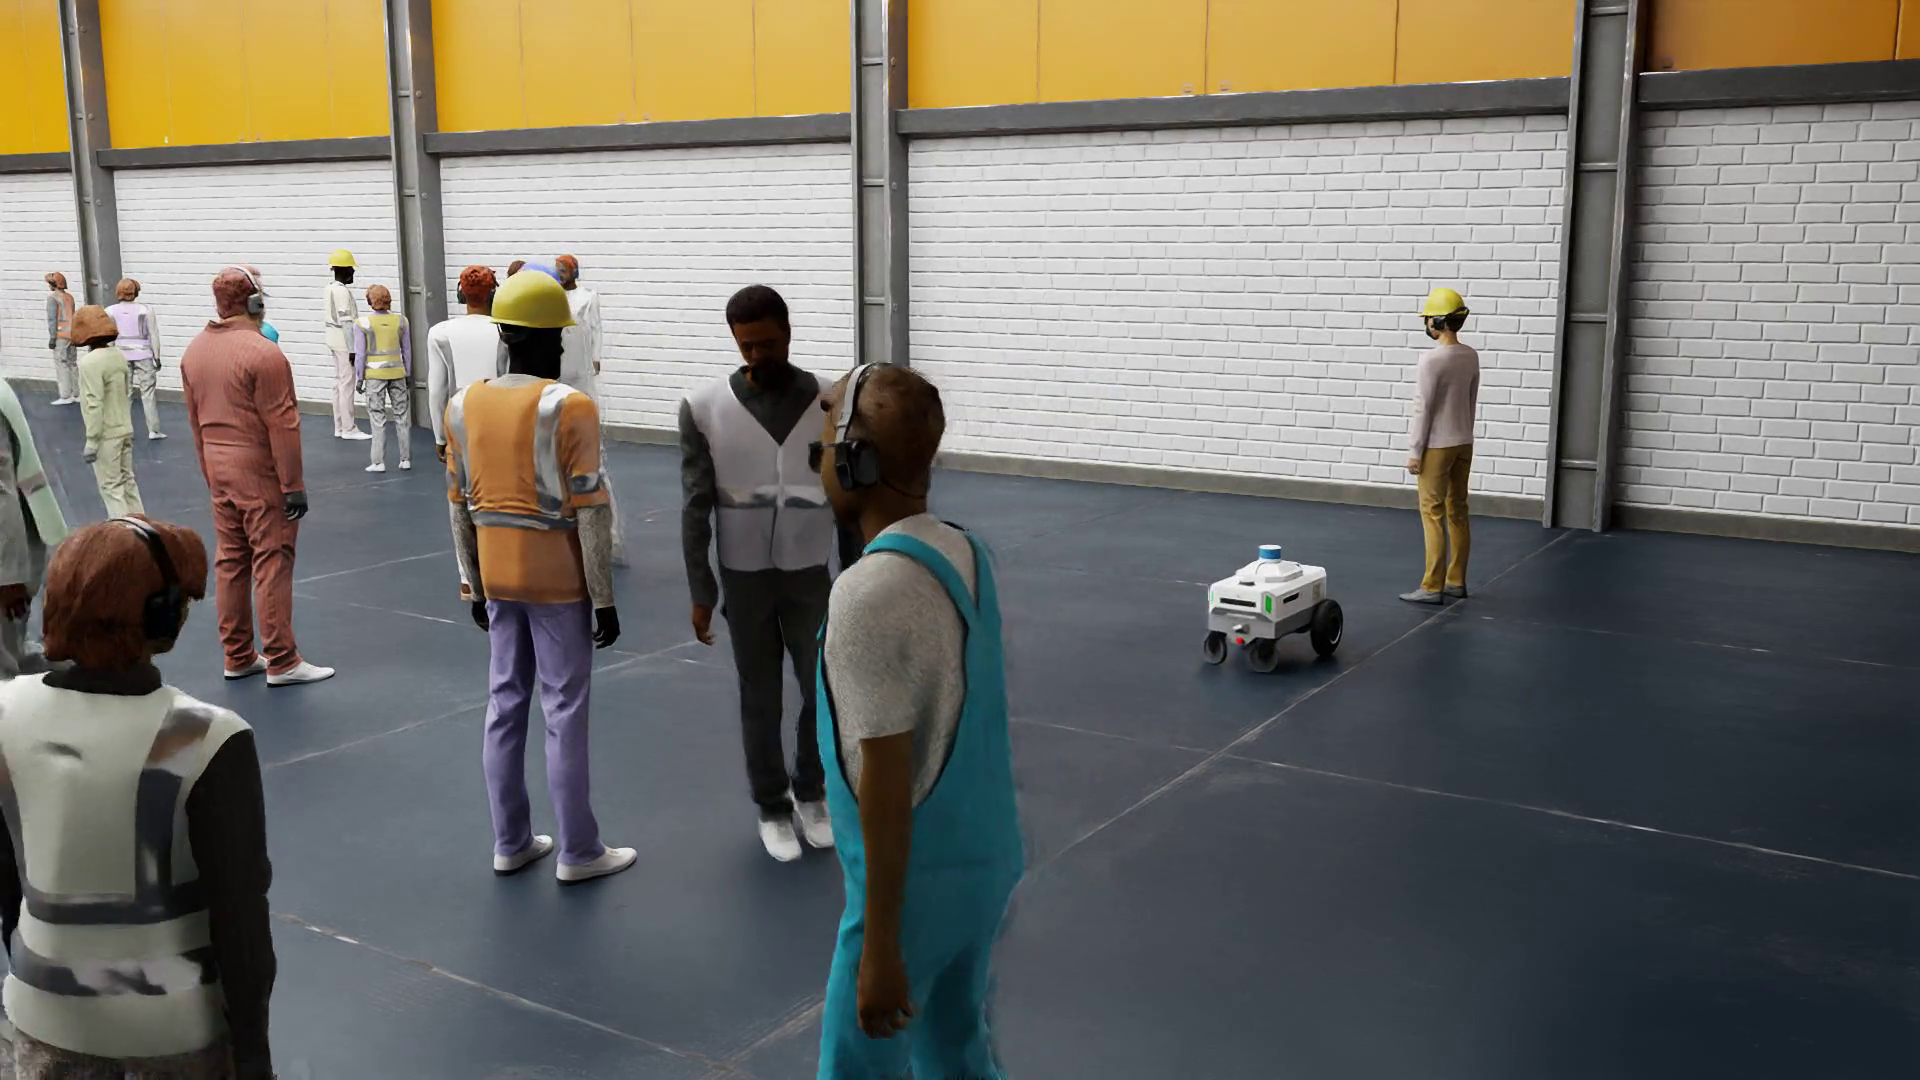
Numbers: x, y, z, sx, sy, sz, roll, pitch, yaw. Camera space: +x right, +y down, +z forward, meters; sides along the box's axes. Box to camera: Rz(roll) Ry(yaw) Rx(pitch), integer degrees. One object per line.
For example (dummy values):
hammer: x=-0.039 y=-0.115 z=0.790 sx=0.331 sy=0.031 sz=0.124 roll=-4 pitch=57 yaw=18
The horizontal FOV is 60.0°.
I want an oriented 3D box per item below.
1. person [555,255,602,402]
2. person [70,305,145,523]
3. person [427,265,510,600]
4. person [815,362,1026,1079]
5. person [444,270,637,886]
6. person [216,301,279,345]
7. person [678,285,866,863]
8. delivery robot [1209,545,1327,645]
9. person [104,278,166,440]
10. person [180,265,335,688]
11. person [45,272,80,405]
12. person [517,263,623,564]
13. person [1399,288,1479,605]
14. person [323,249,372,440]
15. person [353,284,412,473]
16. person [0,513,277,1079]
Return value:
person: x=-3.622 y=-1.703 z=15.502 sx=0.586 sy=1.882 sz=0.342 roll=2 pitch=10 yaw=13
person: x=-5.212 y=-0.613 z=10.153 sx=0.279 sy=1.631 sz=0.507 roll=-1 pitch=10 yaw=-4
person: x=-2.668 y=-0.594 z=9.358 sx=0.584 sy=1.882 sz=0.346 roll=-1 pitch=10 yaw=-4
person: x=-0.038 y=0.609 z=2.872 sx=0.514 sy=1.814 sz=0.546 roll=5 pitch=11 yaw=25
person: x=-1.324 y=0.127 z=5.238 sx=0.585 sy=1.929 sz=0.370 roll=5 pitch=11 yaw=25
person: x=-5.298 y=-1.061 z=12.311 sx=0.562 sy=1.750 sz=0.328 roll=3 pitch=11 yaw=16
person: x=-0.588 y=0.122 z=5.398 sx=0.637 sy=1.880 sz=0.454 roll=-3 pitch=11 yaw=-18
delivery robot: x=1.485 y=0.269 z=8.001 sx=0.477 sy=0.478 sz=0.707 roll=7 pitch=12 yaw=34
person: x=-8.340 y=-1.816 z=16.807 sx=0.511 sy=1.641 sz=0.307 roll=-2 pitch=10 yaw=-9
person: x=-3.197 y=-0.282 z=7.567 sx=0.642 sy=1.908 sz=0.409 roll=6 pitch=12 yaw=30
person: x=-11.064 y=-2.484 z=20.532 sx=0.312 sy=1.631 sz=0.529 roll=0 pitch=10 yaw=-1
person: x=-2.528 y=-0.773 z=10.366 sx=1.024 sy=1.881 sz=0.631 roll=5 pitch=11 yaw=25
person: x=2.680 y=-0.519 z=9.291 sx=0.527 sy=1.762 sz=0.334 roll=-8 pitch=13 yaw=-39
person: x=-6.243 y=-1.978 z=16.902 sx=0.363 sy=1.928 sz=0.587 roll=-7 pitch=12 yaw=-33
person: x=-5.024 y=-1.404 z=14.519 sx=0.514 sy=1.641 sz=0.308 roll=-9 pitch=14 yaw=-42
person: x=-1.341 y=0.754 z=2.677 sx=0.531 sy=1.600 sz=0.772 roll=2 pitch=10 yaw=9
